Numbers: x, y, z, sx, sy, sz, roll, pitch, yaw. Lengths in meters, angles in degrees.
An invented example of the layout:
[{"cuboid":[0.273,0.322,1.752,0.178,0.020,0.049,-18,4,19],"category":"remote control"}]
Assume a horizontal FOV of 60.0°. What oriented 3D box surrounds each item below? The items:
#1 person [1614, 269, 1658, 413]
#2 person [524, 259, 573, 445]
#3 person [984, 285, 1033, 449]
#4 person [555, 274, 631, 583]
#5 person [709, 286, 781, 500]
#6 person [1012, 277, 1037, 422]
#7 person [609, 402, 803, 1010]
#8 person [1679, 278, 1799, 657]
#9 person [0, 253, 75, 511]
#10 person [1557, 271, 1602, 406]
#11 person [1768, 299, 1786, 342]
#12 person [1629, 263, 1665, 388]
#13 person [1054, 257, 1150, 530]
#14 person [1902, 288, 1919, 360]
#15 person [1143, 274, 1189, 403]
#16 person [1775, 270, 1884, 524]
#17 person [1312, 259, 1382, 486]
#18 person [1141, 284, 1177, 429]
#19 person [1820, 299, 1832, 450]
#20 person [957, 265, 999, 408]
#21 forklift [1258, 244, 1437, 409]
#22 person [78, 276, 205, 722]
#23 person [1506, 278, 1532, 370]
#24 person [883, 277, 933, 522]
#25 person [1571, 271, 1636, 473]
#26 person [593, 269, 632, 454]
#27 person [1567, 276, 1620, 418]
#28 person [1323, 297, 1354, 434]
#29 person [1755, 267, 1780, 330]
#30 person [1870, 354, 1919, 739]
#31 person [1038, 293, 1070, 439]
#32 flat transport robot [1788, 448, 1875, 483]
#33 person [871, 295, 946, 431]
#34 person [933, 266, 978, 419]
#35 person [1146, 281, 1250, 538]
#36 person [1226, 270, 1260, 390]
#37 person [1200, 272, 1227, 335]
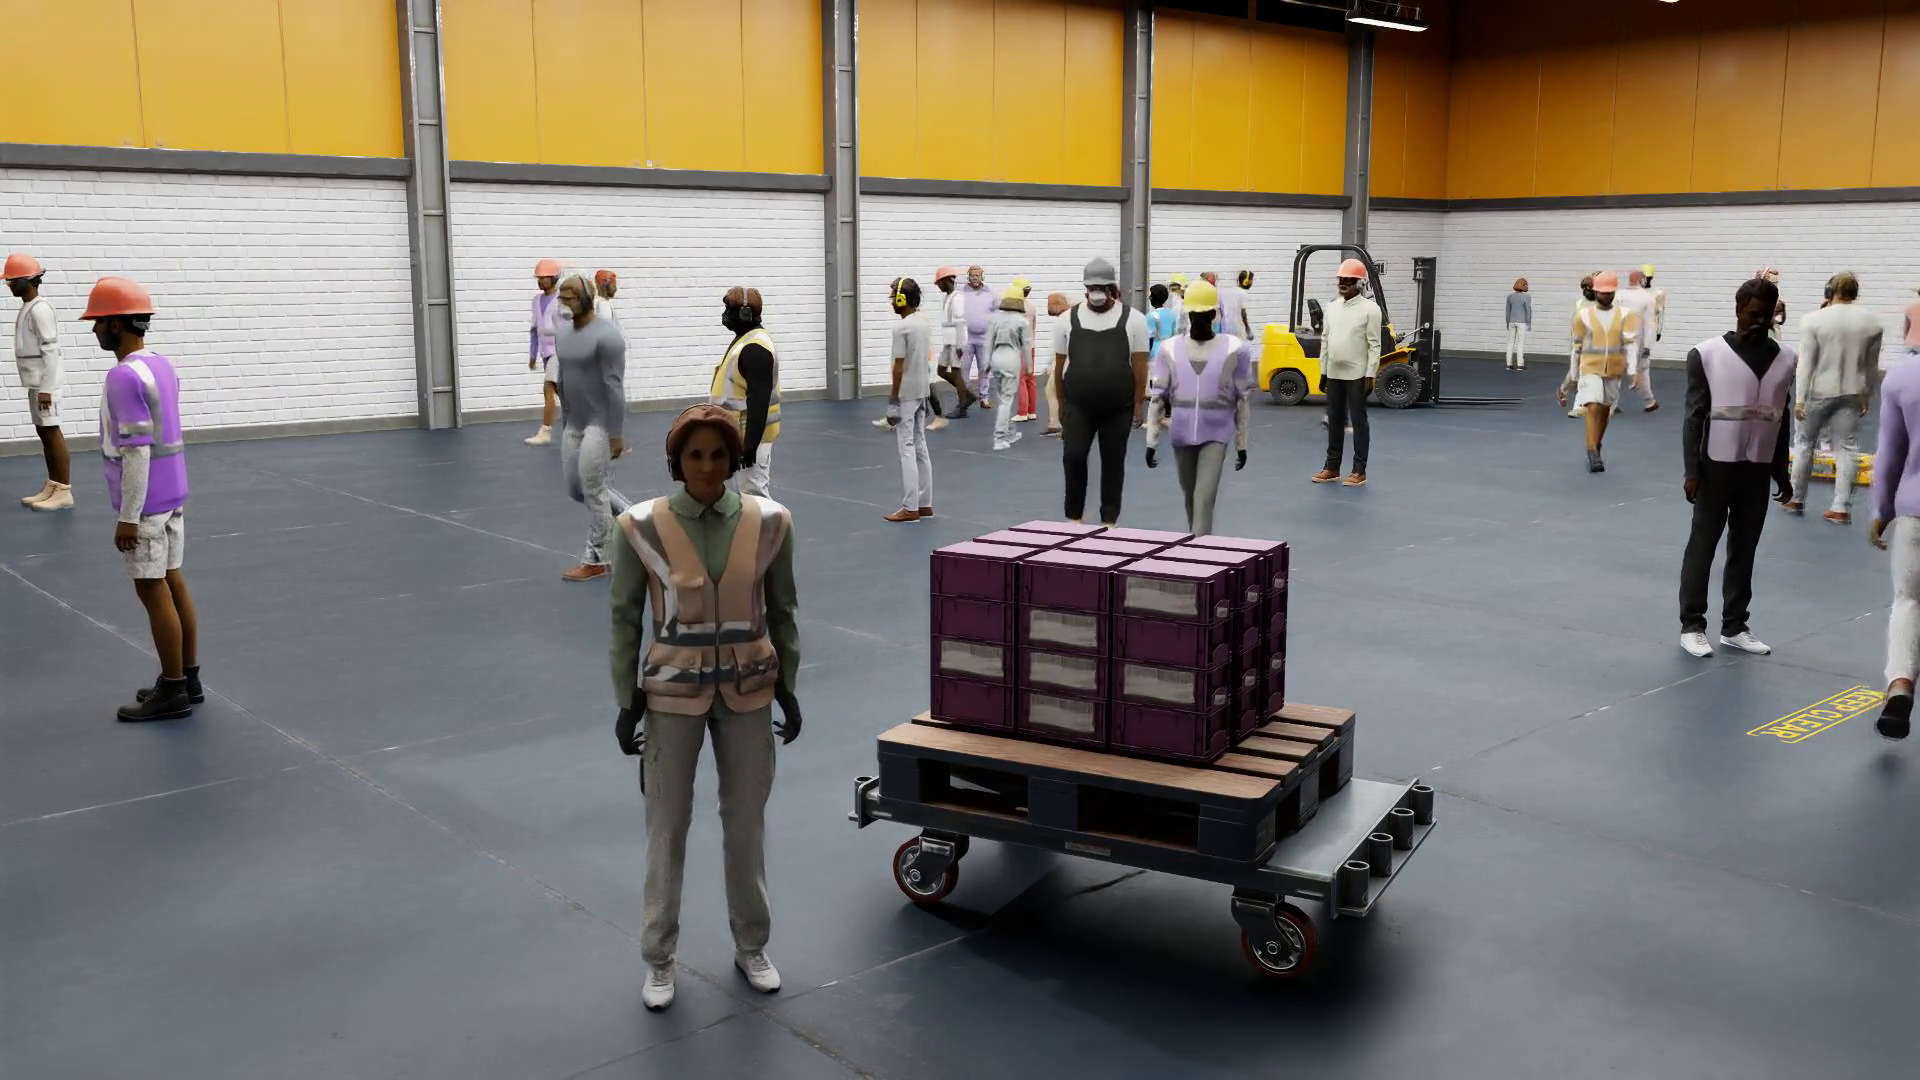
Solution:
[{"cuboid":[8.685,-2.557,21.490,0.947,1.863,0.663,-9,13,-41],"category":"person"},{"cuboid":[-4.383,-2.059,18.146,0.622,2.005,1.024,7,12,36],"category":"person"},{"cuboid":[0.566,-1.832,17.631,0.493,1.708,0.813,7,12,34],"category":"person"},{"cuboid":[-2.251,-0.712,10.481,0.640,1.923,0.670,9,13,42],"category":"person"},{"cuboid":[-1.314,-0.625,10.181,0.429,1.844,0.627,-3,10,-15],"category":"person"},{"cuboid":[0.745,-2.327,20.368,0.325,1.767,0.533,6,11,32],"category":"person"},{"cuboid":[-0.682,0.446,4.509,0.523,1.636,0.310,-3,10,-19],"category":"person"},{"cuboid":[3.945,-0.367,8.462,0.587,1.913,0.391,-2,10,-10],"category":"person"},{"cuboid":[-7.354,-1.249,13.254,0.395,2.040,0.609,-7,12,-37],"category":"person"},{"cuboid":[8.303,-2.645,22.058,0.546,1.832,0.871,-2,10,-14],"category":"person"},{"cuboid":[7.578,-1.460,15.678,0.504,1.631,0.279,-8,13,-39],"category":"person"},{"cuboid":[10.492,-3.286,25.556,0.611,1.909,0.521,6,11,31],"category":"person"},{"cuboid":[0.999,-1.008,11.841,0.686,2.000,0.613,1,10,8],"category":"person"},{"cuboid":[12.304,-2.452,21.229,0.924,1.710,0.538,-5,11,-27],"category":"person"},{"cuboid":[2.926,-2.735,22.704,0.927,1.770,0.597,-3,10,-16],"category":"person"},{"cuboid":[6.669,-1.106,12.800,0.647,1.904,0.859,1,10,3],"category":"person"},{"cuboid":[3.428,-1.477,14.715,0.375,1.997,0.612,-8,13,-39],"category":"person"},{"cuboid":[2.322,-2.138,19.461,0.321,1.697,0.529,9,13,41],"category":"person"},{"cuboid":[8.875,-1.676,17.045,0.525,1.592,0.775,5,11,29],"category":"person"},{"cuboid":[0.207,-2.691,22.086,0.652,1.906,0.402,-1,10,-7],"category":"person"},{"cuboid":[5.256,-2.933,22.661,2.313,2.155,1.214,3,10,16],"category":"forklift"},{"cuboid":[-3.582,-0.173,7.259,0.376,1.934,0.550,-1,10,-9],"category":"person"},{"cuboid":[9.956,-3.846,29.644,0.267,1.632,0.507,-7,12,-35],"category":"person"},{"cuboid":[-0.390,-1.064,12.708,0.310,1.861,0.506,5,11,25],"category":"person"},{"cuboid":[6.105,-1.605,15.822,0.542,1.886,0.974,1,10,8],"category":"person"},{"cuboid":[-3.630,-1.828,17.093,0.356,1.887,0.573,-5,11,-27],"category":"person"},{"cuboid":[8.019,-2.433,20.978,0.625,1.784,1.006,9,13,42],"category":"person"},{"cuboid":[4.399,-2.099,18.860,0.398,1.830,0.508,-6,12,-33],"category":"person"},{"cuboid":[8.439,-1.919,17.579,0.407,1.905,0.639,8,13,40],"category":"person"},{"cuboid":[4.051,-0.082,6.778,0.639,1.920,0.629,8,12,38],"category":"person"},{"cuboid":[1.066,-1.919,18.434,0.603,1.609,0.528,1,10,7],"category":"person"},{"cuboid":[7.737,-0.709,15.266,0.652,0.197,1.431,-8,13,-41],"category":"flat transport robot"},{"cuboid":[-0.562,-2.070,19.184,0.877,1.645,0.541,-2,10,-14],"category":"person"},{"cuboid":[-0.063,-2.462,20.765,0.510,1.900,0.634,-3,10,-17],"category":"person"},{"cuboid":[1.478,-0.661,10.310,0.608,1.881,1.000,4,10,20],"category":"person"},{"cuboid":[4.198,-3.136,25.018,0.942,1.795,0.508,-4,10,-21],"category":"person"},{"cuboid":[3.684,-2.972,24.043,0.927,1.808,0.573,-1,10,-7],"category":"person"}]
